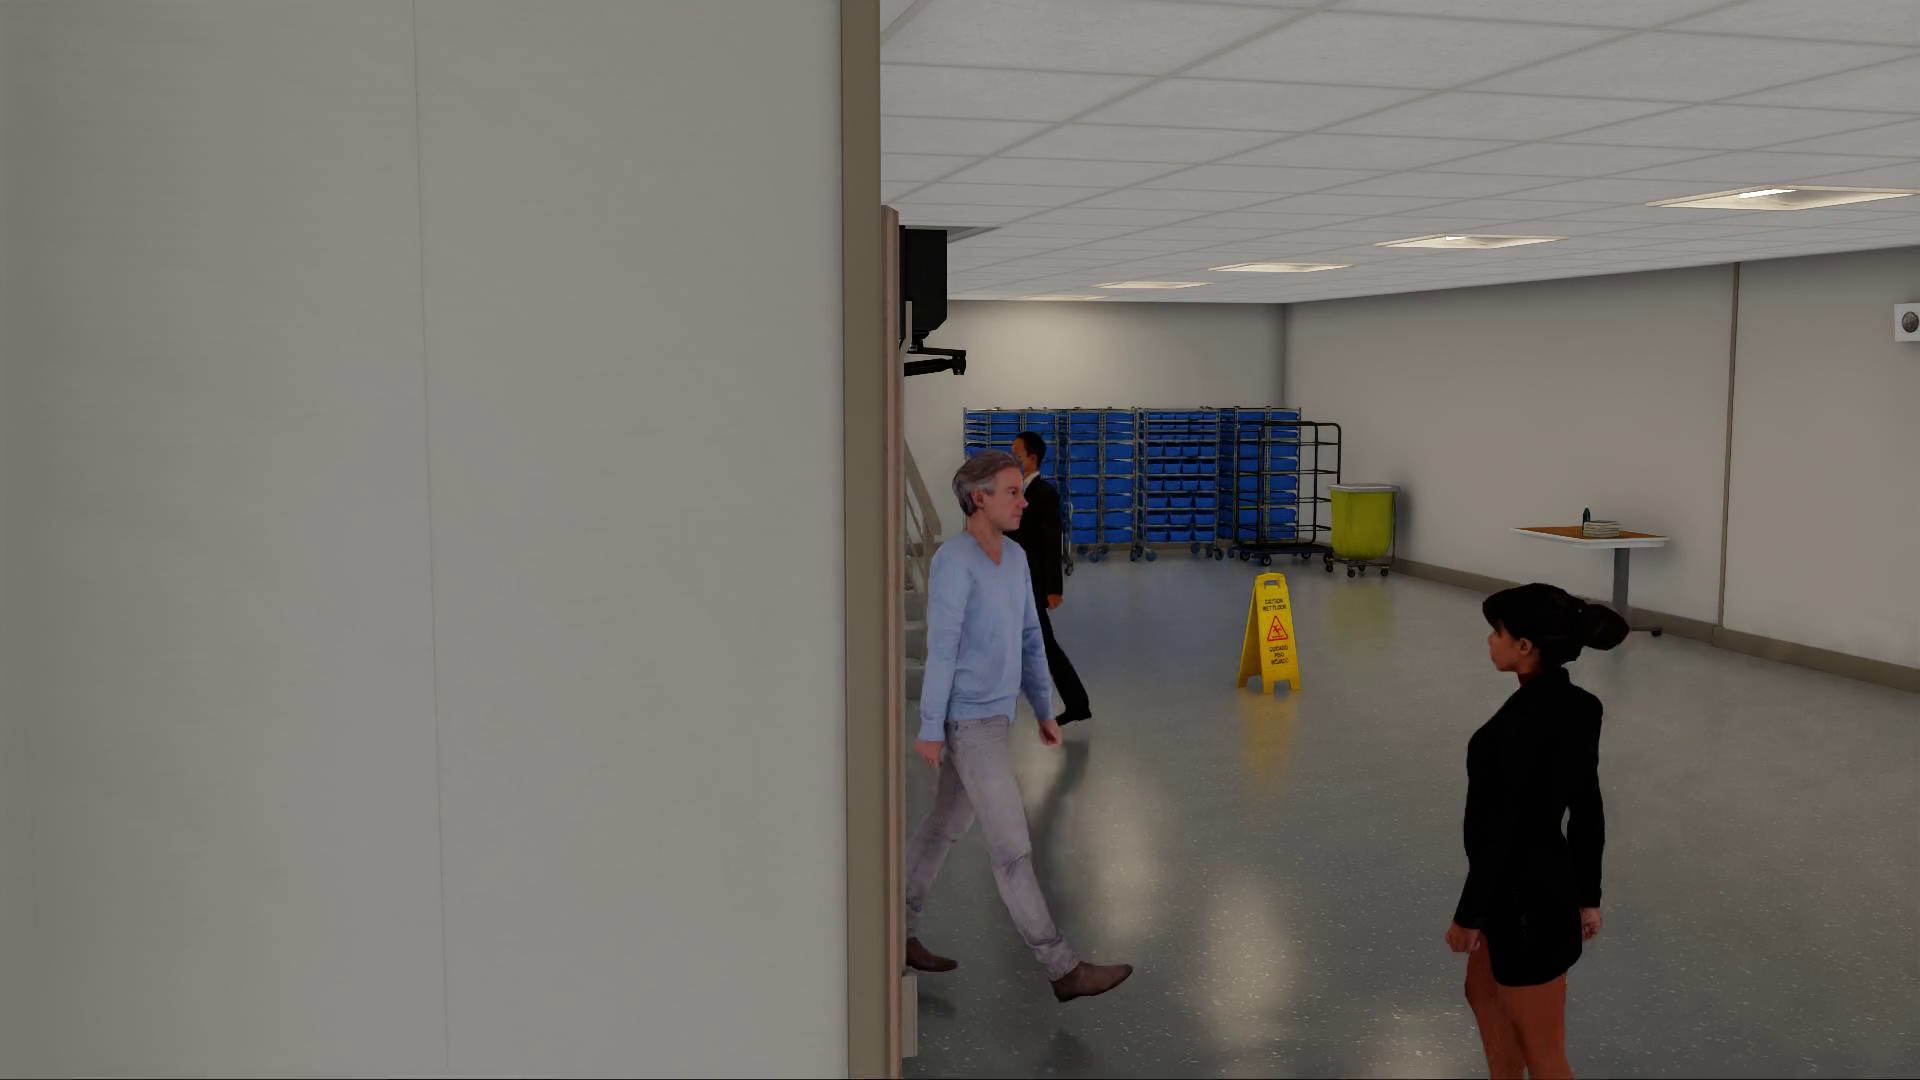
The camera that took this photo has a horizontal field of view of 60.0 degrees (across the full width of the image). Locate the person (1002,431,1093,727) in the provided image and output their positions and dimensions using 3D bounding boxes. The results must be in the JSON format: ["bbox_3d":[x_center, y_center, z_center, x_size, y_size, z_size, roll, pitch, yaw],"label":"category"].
[{"bbox_3d":[0.481,0.286,9.755,0.862,1.756,1.130,-2,6,-22],"label":"person"}]

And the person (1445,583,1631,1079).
[{"bbox_3d":[1.462,0.930,4.014,0.773,1.624,0.718,4,7,36],"label":"person"}]

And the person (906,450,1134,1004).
[{"bbox_3d":[-0.027,0.654,5.699,1.255,1.834,1.236,3,6,27],"label":"person"}]
